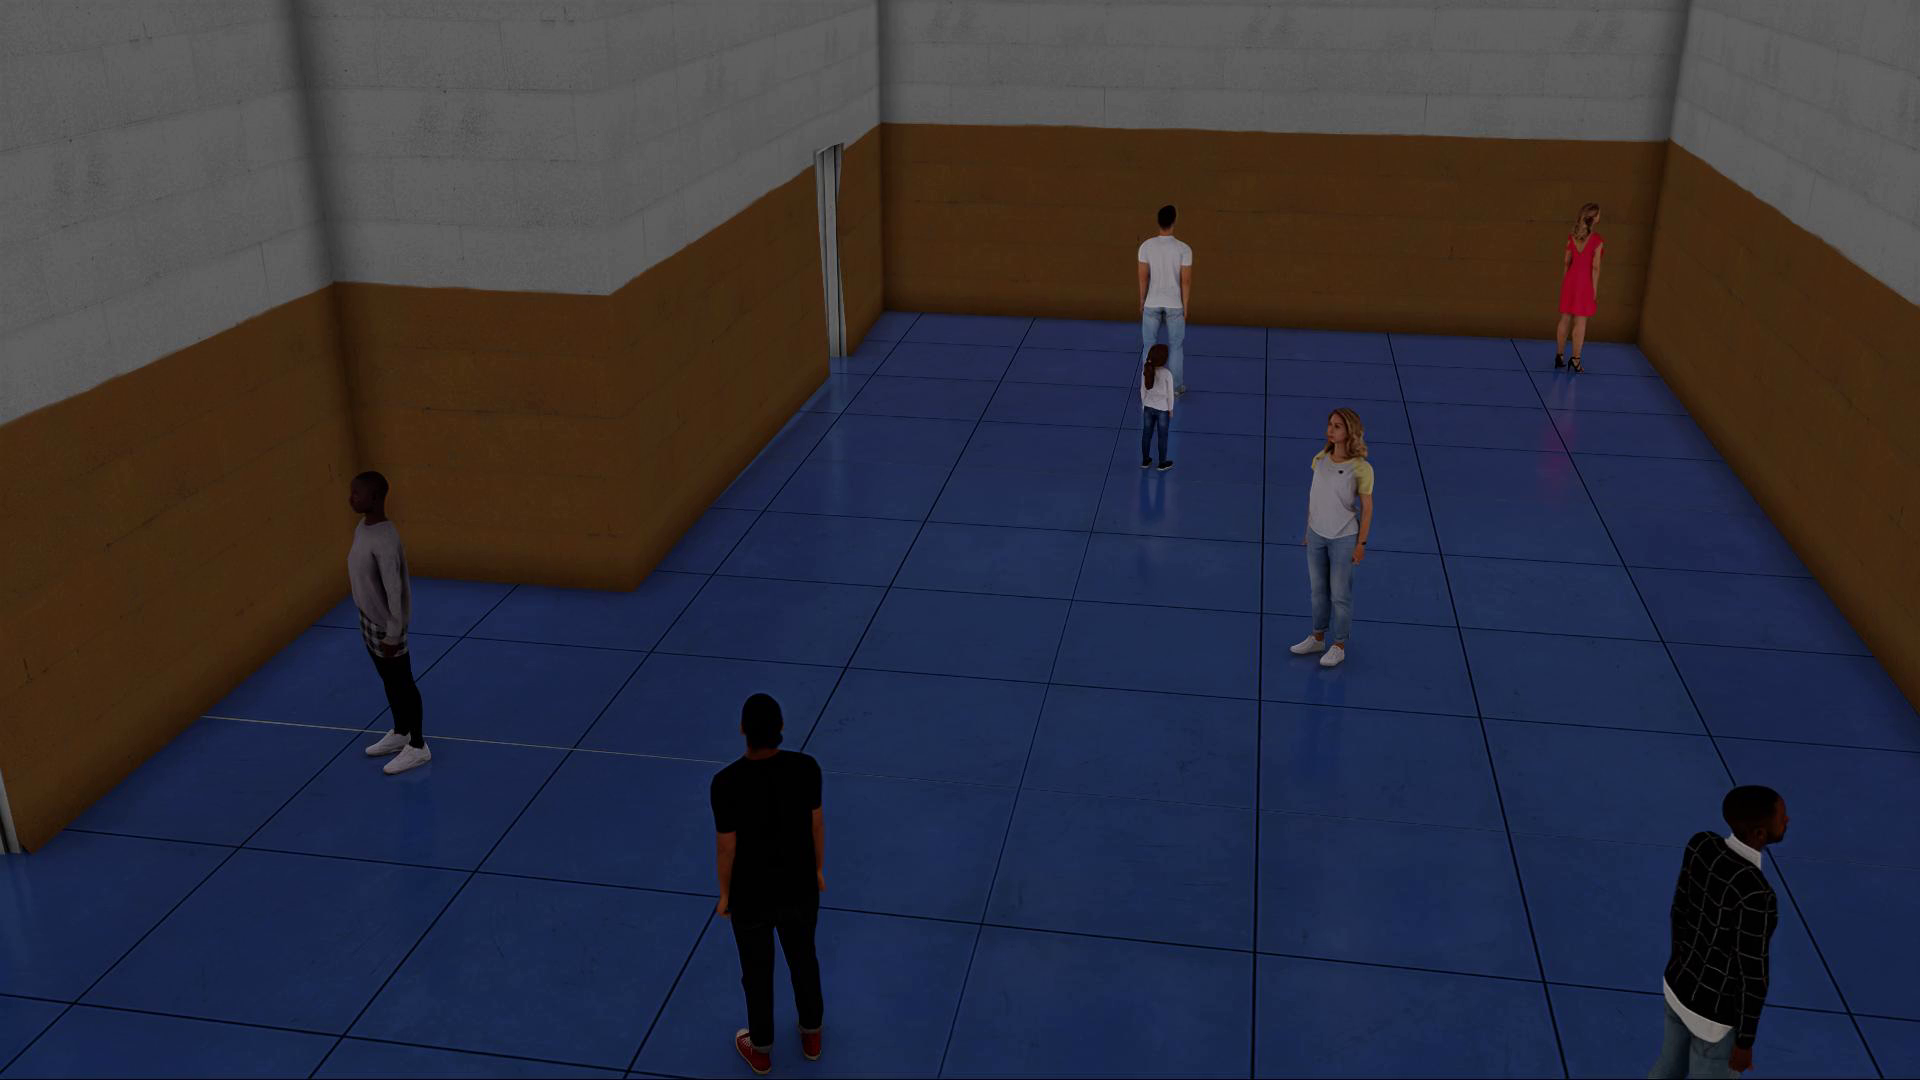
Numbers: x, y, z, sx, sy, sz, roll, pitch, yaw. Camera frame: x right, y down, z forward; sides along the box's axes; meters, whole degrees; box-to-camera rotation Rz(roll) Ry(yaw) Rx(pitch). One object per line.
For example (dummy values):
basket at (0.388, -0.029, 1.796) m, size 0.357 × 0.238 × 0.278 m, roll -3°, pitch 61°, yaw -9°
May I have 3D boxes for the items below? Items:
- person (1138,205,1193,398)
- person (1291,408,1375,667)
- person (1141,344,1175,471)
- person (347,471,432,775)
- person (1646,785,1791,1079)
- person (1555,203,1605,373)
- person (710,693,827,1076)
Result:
person at (1.982, -2.313, 16.160) m, size 0.534 × 1.866 × 0.752 m, roll 6°, pitch 23°, yaw 14°
person at (2.401, -0.022, 10.630) m, size 0.766 × 1.722 × 0.688 m, roll -17°, pitch 27°, yaw -36°
person at (1.693, -1.158, 14.296) m, size 0.485 × 1.110 × 0.565 m, roll 12°, pitch 25°, yaw 27°
person at (-3.238, 0.448, 9.412) m, size 0.754 × 1.772 × 0.684 m, roll -16°, pitch 27°, yaw -35°
person at (2.785, 1.712, 6.204) m, size 0.660 × 1.820 × 0.718 m, roll -2°, pitch 22°, yaw -6°
person at (6.345, -2.600, 17.058) m, size 0.711 × 1.728 × 0.662 m, roll -12°, pitch 25°, yaw -27°
person at (-0.785, 1.438, 6.969) m, size 0.687 × 1.758 × 0.787 m, roll -9°, pitch 23°, yaw -20°
